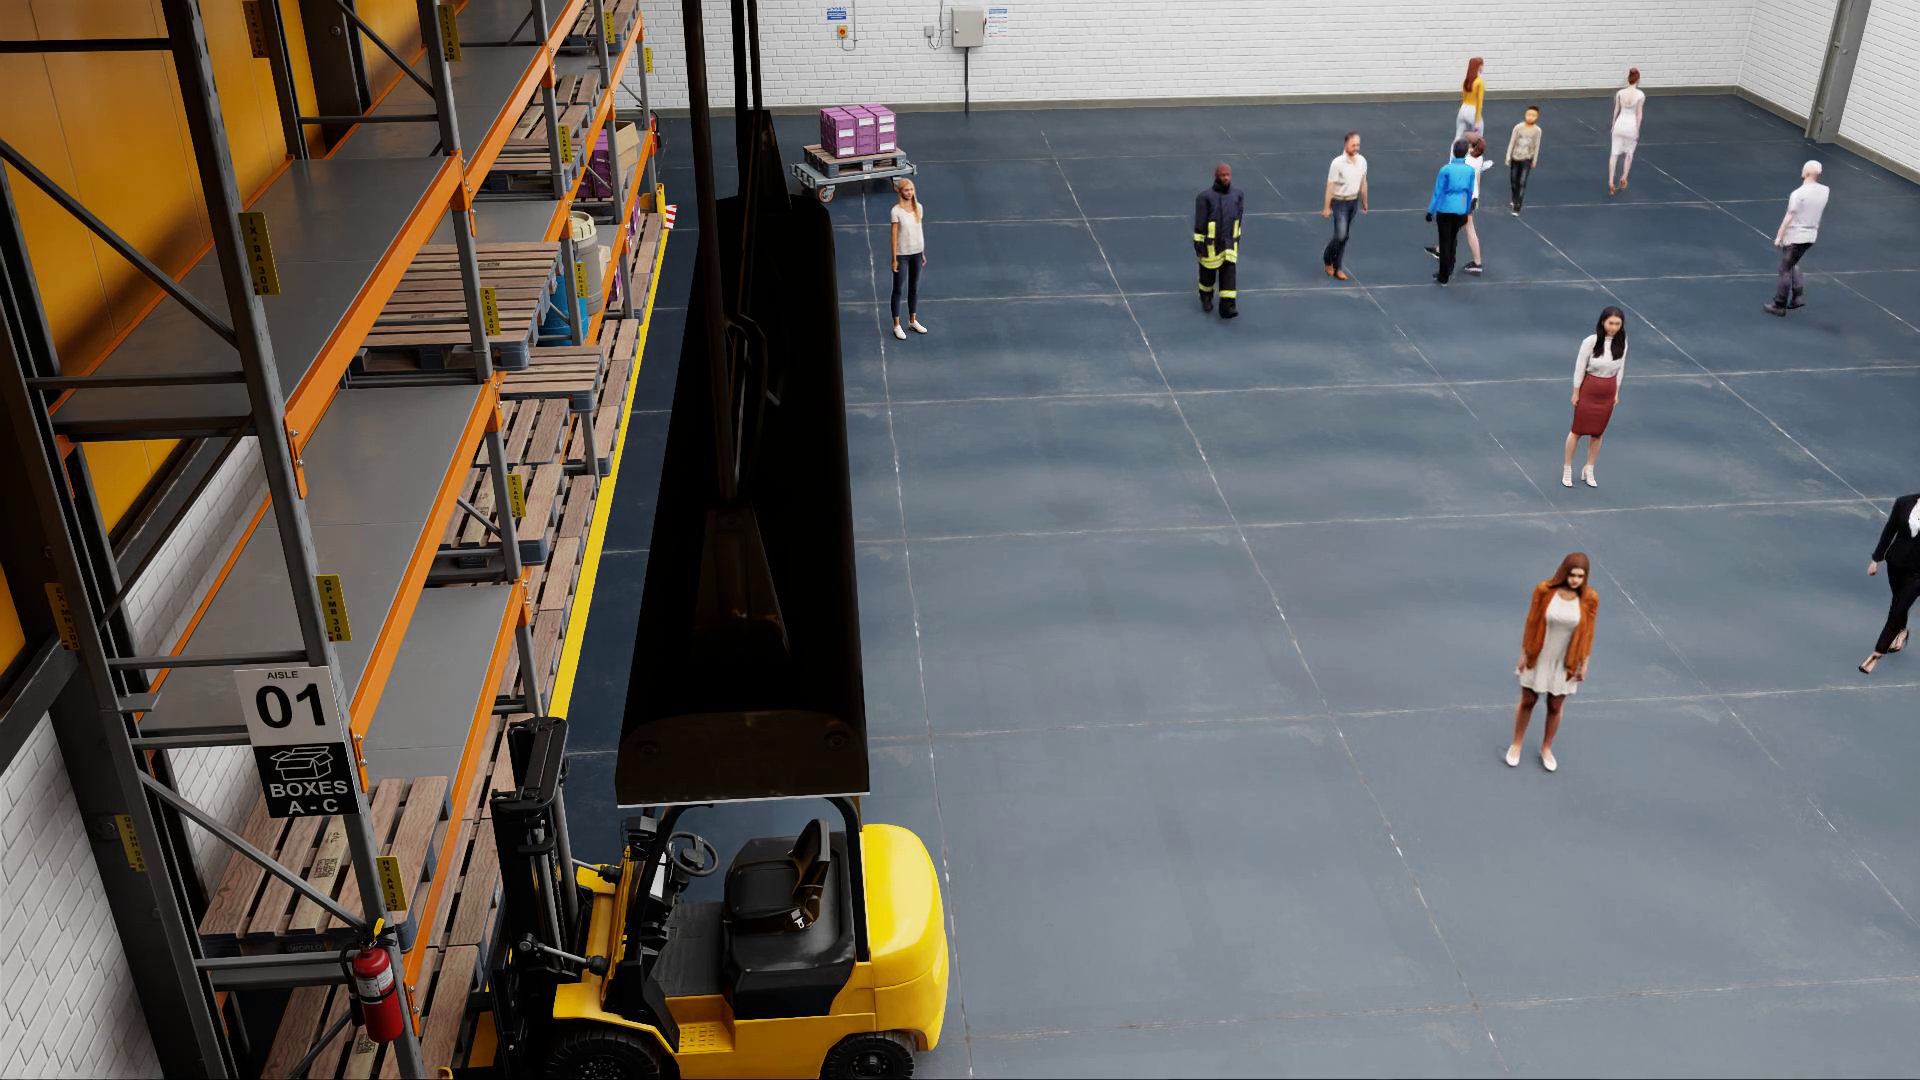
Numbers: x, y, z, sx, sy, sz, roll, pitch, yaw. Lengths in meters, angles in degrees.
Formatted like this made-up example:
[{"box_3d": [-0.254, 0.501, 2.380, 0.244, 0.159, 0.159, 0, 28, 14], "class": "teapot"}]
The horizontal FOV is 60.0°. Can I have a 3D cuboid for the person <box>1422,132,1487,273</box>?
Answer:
[{"box_3d": [6.337, -4.137, 20.579, 1.123, 1.701, 1.036, 24, 37, 36], "class": "person"}]

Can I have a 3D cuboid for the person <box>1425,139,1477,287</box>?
[{"box_3d": [5.976, -3.939, 20.131, 0.655, 1.783, 0.685, -5, 29, -9], "class": "person"}]

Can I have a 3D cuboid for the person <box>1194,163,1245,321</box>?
[{"box_3d": [2.965, -3.504, 19.335, 0.784, 1.781, 1.135, -4, 29, -8], "class": "person"}]

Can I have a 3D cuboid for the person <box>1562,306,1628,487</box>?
[{"box_3d": [5.867, -1.318, 15.358, 0.609, 1.751, 0.529, 0, 29, 0], "class": "person"}]

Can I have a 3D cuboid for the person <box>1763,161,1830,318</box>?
[{"box_3d": [9.733, -3.446, 19.182, 0.780, 1.826, 0.786, -11, 31, -19], "class": "person"}]

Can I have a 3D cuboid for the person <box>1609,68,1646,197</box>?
[{"box_3d": [9.306, -5.714, 23.390, 0.821, 1.777, 0.881, 22, 35, 34], "class": "person"}]

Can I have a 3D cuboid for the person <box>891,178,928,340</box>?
[{"box_3d": [-0.595, -3.184, 18.719, 0.679, 1.809, 0.683, -21, 35, -33], "class": "person"}]

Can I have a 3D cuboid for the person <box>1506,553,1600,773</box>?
[{"box_3d": [4.092, 0.802, 11.511, 0.687, 1.714, 0.684, 9, 30, 16], "class": "person"}]

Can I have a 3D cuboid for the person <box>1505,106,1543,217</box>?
[{"box_3d": [7.744, -5.254, 22.899, 0.877, 1.440, 1.071, 13, 31, 22], "class": "person"}]

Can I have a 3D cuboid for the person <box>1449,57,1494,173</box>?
[{"box_3d": [7.338, -6.095, 24.160, 0.987, 1.710, 1.094, -16, 33, -27], "class": "person"}]

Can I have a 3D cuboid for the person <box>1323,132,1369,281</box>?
[{"box_3d": [4.661, -4.131, 20.426, 0.793, 1.837, 0.808, -13, 31, -22], "class": "person"}]

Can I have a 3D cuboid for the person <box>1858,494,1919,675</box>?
[{"box_3d": [7.258, 0.205, 12.669, 1.080, 1.654, 1.102, -23, 36, -35], "class": "person"}]
